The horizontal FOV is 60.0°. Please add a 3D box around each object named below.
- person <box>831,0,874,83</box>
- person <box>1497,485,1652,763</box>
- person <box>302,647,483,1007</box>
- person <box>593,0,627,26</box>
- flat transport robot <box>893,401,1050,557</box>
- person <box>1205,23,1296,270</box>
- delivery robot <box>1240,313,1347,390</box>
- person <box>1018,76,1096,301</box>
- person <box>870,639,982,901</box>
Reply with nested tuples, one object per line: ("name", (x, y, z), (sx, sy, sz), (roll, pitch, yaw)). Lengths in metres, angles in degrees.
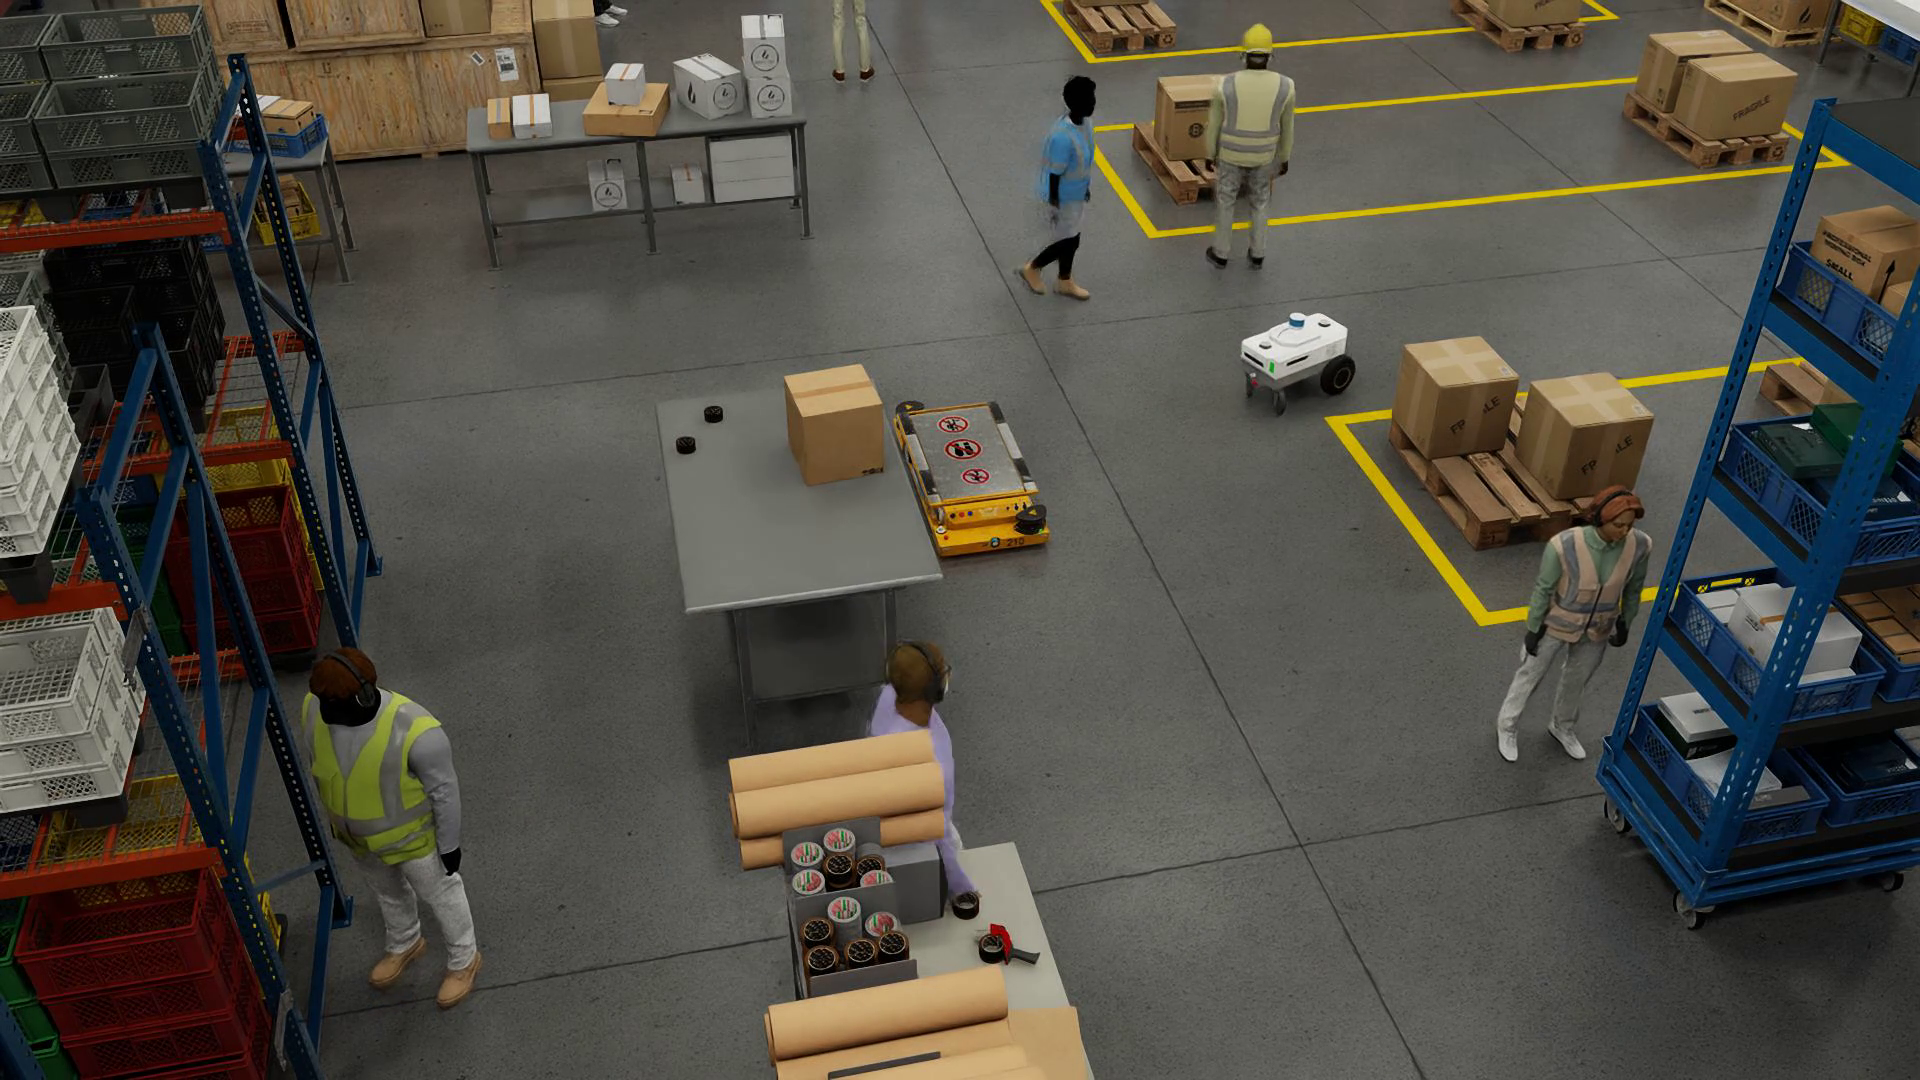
("person", (-1.027, -5.071, 15.021), (0.535, 1.864, 0.309), (-2, 37, -2))
("person", (2.914, 0.409, 7.856), (0.529, 1.628, 0.322), (-2, 37, -3))
("person", (-2.284, 1.157, 6.669), (0.631, 1.842, 0.428), (12, 38, 15))
("person", (-3.592, -6.052, 16.298), (0.392, 1.915, 0.592), (4, 37, 5))
("flat transport robot", (0.046, -0.430, 10.108), (0.652, 0.197, 1.431), (-8, 37, -10))
("person", (2.088, -2.810, 12.018), (0.642, 1.818, 0.403), (1, 37, 1))
("delivery robot", (2.185, -1.256, 10.906), (0.707, 0.478, 0.477), (-22, 42, -26))
("person", (0.722, -2.440, 11.627), (0.406, 1.684, 0.540), (13, 39, 17))
("person", (-0.124, 1.188, 6.577), (0.577, 1.895, 0.666), (-2, 37, -3))
